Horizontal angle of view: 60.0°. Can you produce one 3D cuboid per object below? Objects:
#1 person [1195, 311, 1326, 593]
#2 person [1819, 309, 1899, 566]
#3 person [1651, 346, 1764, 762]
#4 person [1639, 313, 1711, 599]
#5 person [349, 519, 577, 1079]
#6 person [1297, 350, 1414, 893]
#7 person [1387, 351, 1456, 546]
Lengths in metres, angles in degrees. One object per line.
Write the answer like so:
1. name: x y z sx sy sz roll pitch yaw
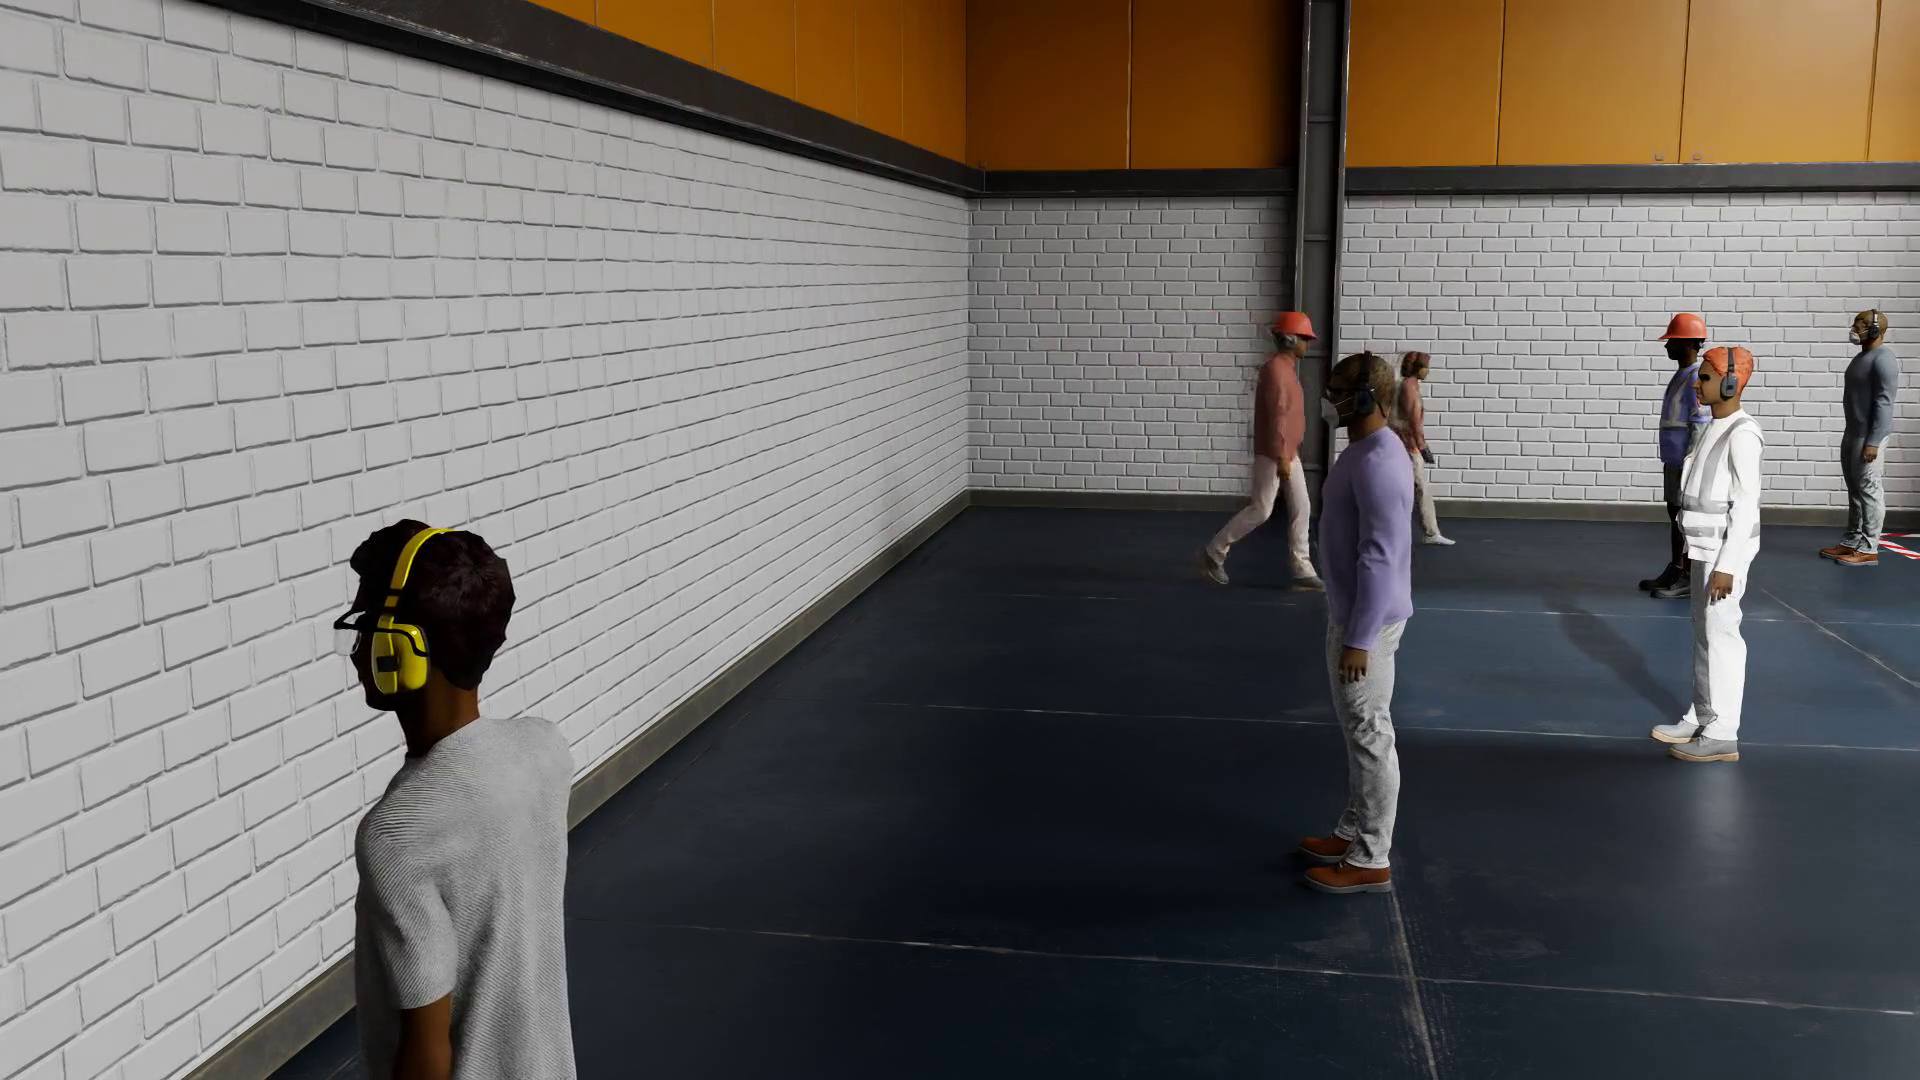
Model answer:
1. person: 2.142 -0.612 11.561 0.916 1.961 0.622 5 10 27
2. person: 6.844 -0.774 12.600 0.371 1.940 0.627 2 9 10
3. person: 3.432 0.066 7.565 0.355 1.883 0.574 2 9 10
4. person: 4.884 -0.564 11.296 0.361 1.939 0.543 2 9 10
5. person: -0.737 0.897 2.443 0.328 1.873 0.520 2 9 10
6. person: 1.430 0.295 5.966 0.371 1.940 0.627 2 9 10
7. person: 3.543 -0.740 13.472 0.890 1.590 0.508 4 10 22
